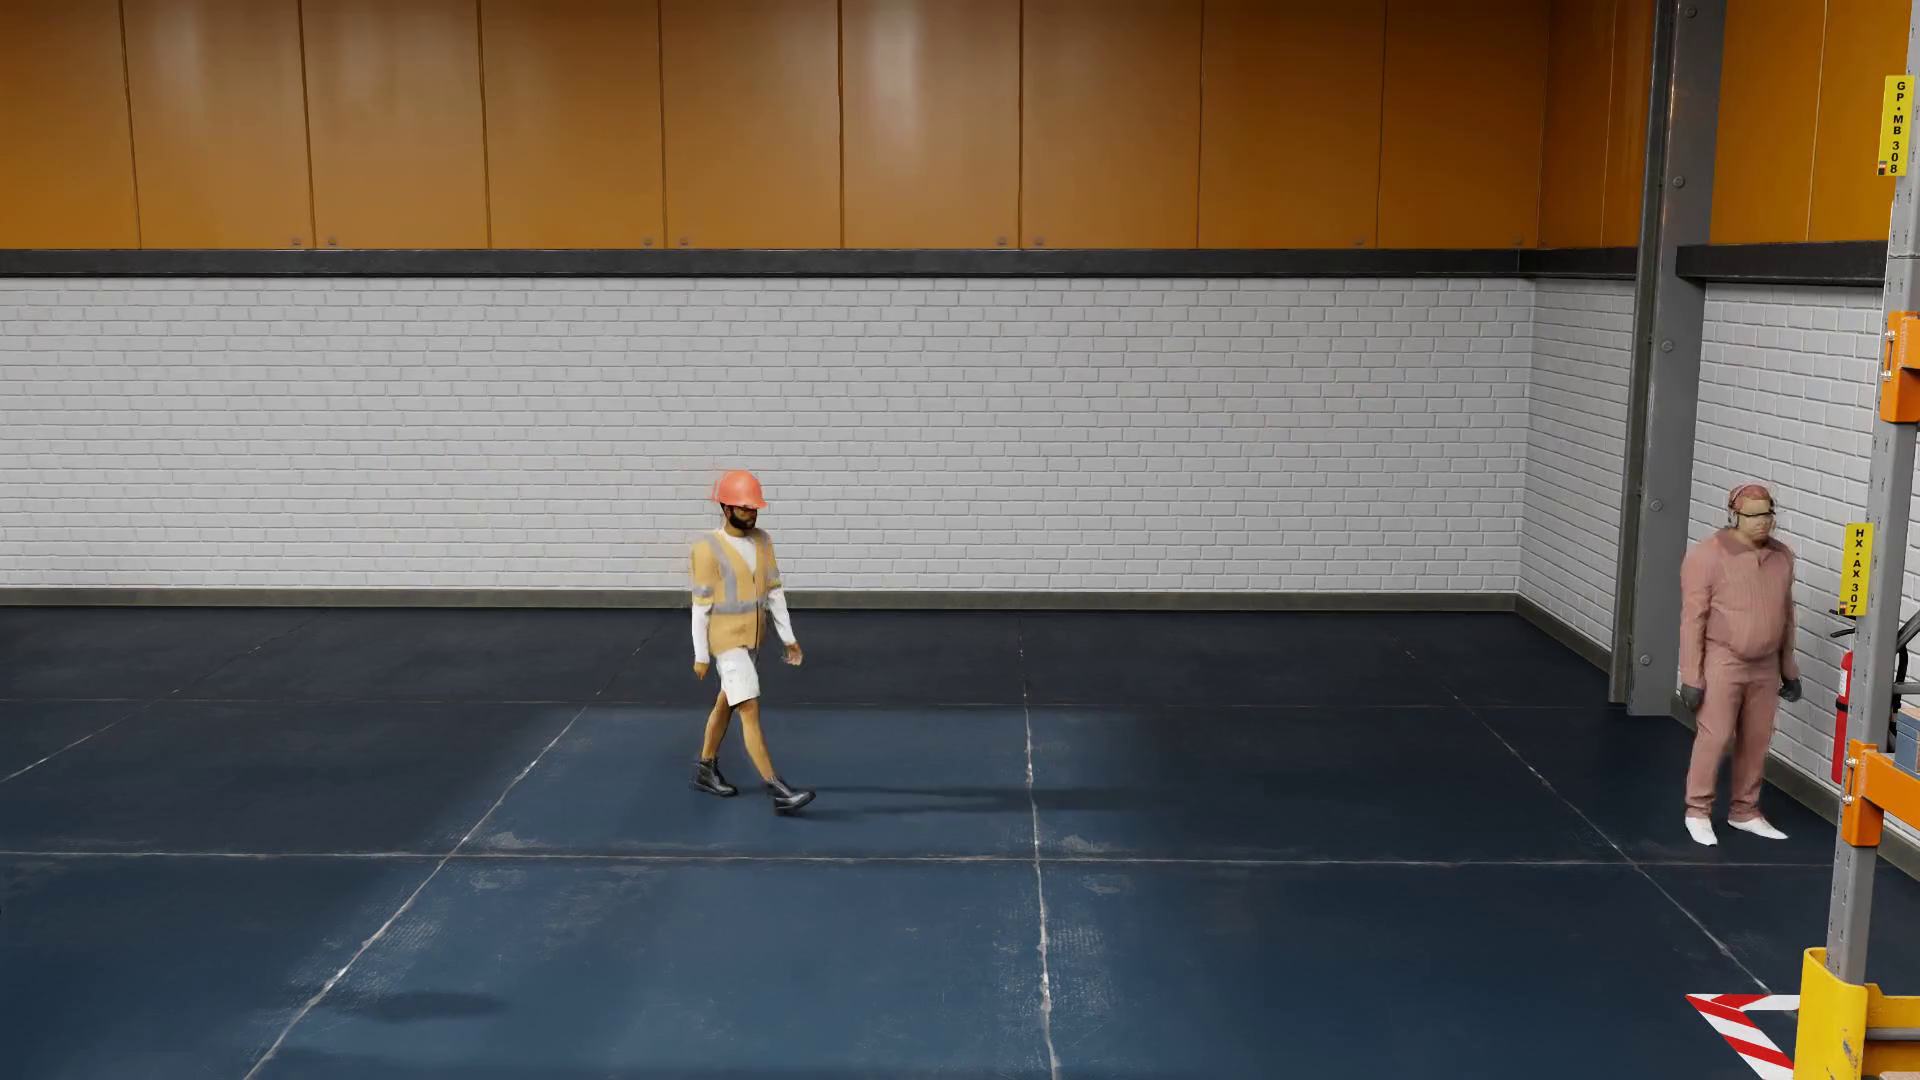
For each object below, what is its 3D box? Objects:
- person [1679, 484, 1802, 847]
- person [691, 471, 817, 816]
[{"bbox_3d":[4.072,0.658,8.647,0.711,1.900,0.401,-3,10,-16],"label":"person"},{"bbox_3d":[-1.156,0.557,9.174,0.978,1.882,0.565,6,11,32],"label":"person"}]
